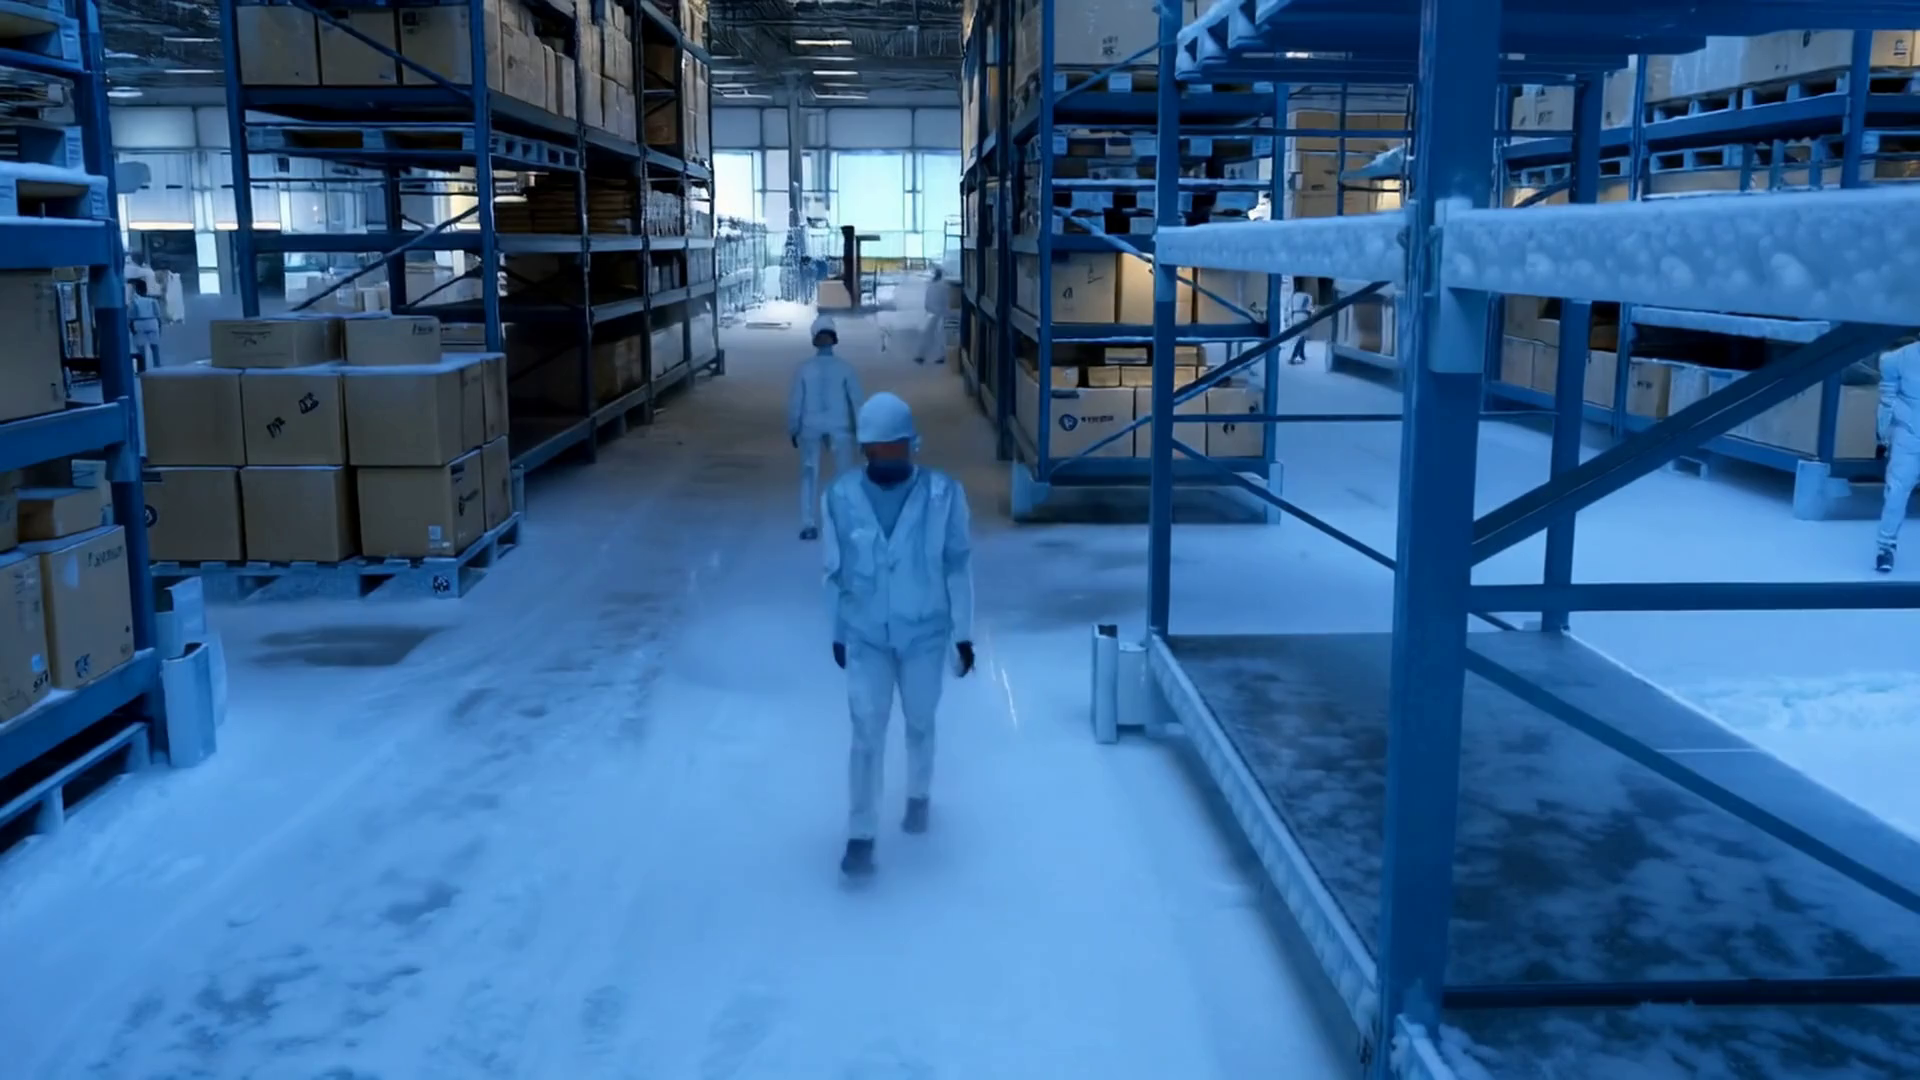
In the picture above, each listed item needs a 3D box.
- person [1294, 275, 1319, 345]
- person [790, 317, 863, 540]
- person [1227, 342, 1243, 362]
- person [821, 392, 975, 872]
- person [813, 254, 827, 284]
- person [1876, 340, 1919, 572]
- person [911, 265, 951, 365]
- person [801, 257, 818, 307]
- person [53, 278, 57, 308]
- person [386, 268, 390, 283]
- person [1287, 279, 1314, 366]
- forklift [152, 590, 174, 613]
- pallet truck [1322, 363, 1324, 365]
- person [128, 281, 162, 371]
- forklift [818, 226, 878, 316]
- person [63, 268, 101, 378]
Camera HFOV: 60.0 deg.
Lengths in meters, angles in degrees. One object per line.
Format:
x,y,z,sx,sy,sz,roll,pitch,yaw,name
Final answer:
7.962,-5.428,37.994,0.877,1.952,0.643,-9,13,-40,person
-1.044,-0.873,13.112,0.588,1.753,0.375,-1,10,-7,person
5.257,-4.284,31.731,0.653,1.909,0.559,5,12,28,person
-0.243,0.330,6.338,0.602,1.784,0.921,1,10,5,person
-5.205,-9.603,61.416,0.655,1.886,0.769,-4,11,-20,person
6.827,-0.695,11.744,0.645,1.898,0.397,5,11,24,person
-0.522,-4.232,31.440,0.638,1.892,0.970,8,13,37,person
-5.408,-9.314,60.064,0.936,1.809,0.605,10,14,44,person
-20.511,-5.290,37.138,0.361,1.964,0.617,8,13,39,person
-15.606,-6.934,46.086,0.537,2.000,0.690,-1,10,-5,person
6.448,-4.120,31.509,0.841,1.655,0.538,-9,14,-42,person
-5.858,-0.811,9.639,1.873,2.768,1.129,-1,10,-3,forklift
7.712,-4.157,30.737,1.885,1.965,0.823,3,11,16,pallet truck
-14.059,-3.643,28.756,0.523,1.679,0.715,-6,12,-29,person
-3.523,-8.434,52.106,1.873,2.768,1.129,0,10,-2,forklift
-15.170,-3.749,28.760,0.622,1.893,0.650,6,12,29,person
